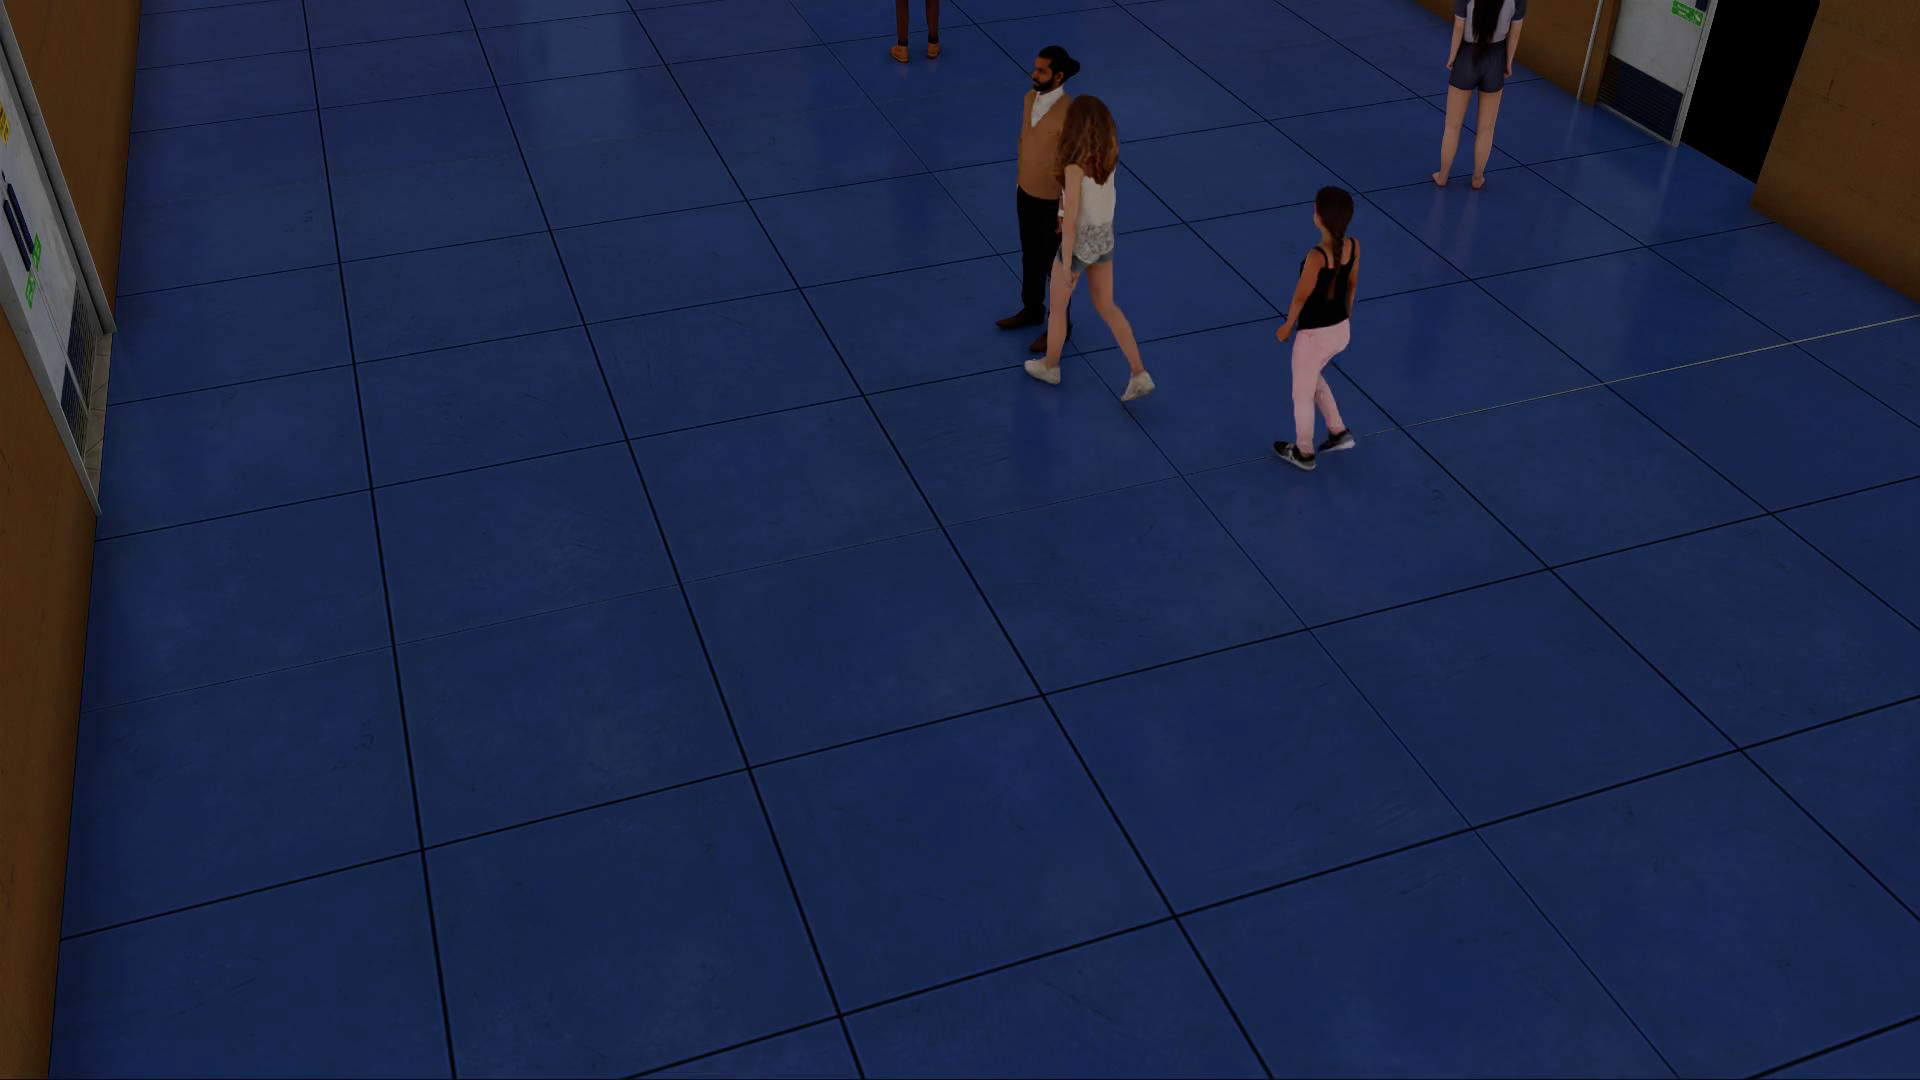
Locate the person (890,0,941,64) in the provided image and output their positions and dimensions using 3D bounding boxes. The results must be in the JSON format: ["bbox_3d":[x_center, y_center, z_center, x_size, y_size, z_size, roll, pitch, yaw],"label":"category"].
[{"bbox_3d":[-0.360,-4.610,12.966,0.542,1.729,0.675,-10,38,-13],"label":"person"}]

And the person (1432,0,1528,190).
[{"bbox_3d":[3.461,-3.135,11.066,0.622,1.651,0.732,6,37,8],"label":"person"}]

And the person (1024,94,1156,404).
[{"bbox_3d":[0.742,-1.500,8.820,1.079,1.732,0.906,-29,46,-33],"label":"person"}]

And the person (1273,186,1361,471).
[{"bbox_3d":[1.846,-0.998,8.301,0.646,1.553,0.670,-24,43,-28],"label":"person"}]

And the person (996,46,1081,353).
[{"bbox_3d":[0.491,-1.931,9.376,0.671,1.754,0.711,-22,42,-26],"label":"person"}]
